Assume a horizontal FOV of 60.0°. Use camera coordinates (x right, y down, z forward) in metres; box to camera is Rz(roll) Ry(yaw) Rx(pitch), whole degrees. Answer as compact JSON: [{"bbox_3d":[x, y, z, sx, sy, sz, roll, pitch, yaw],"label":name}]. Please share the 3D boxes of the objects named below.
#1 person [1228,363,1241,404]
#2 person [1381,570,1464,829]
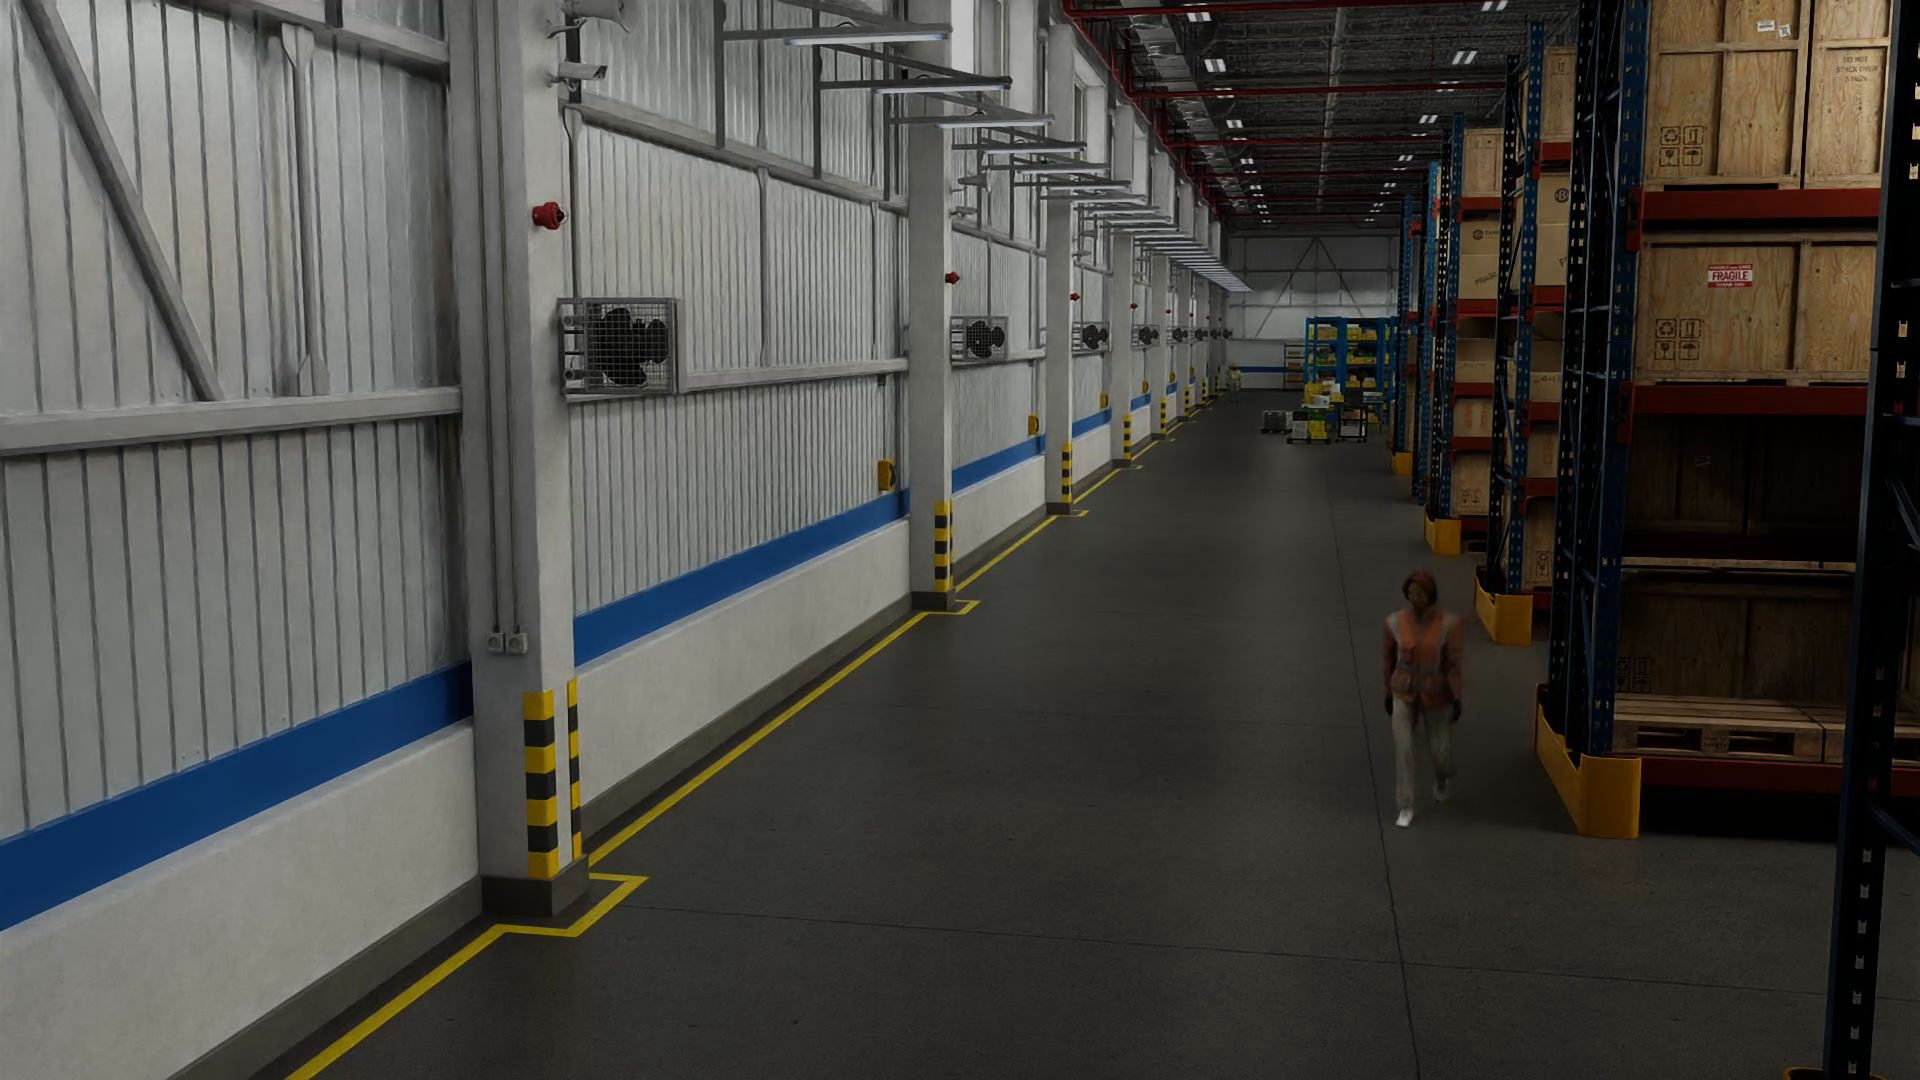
[{"bbox_3d":[11.905,-6.797,72.185,0.610,1.784,0.940,0,7,-3],"label":"person"},{"bbox_3d":[2.930,0.981,10.529,0.522,1.617,0.569,3,8,24],"label":"person"}]
